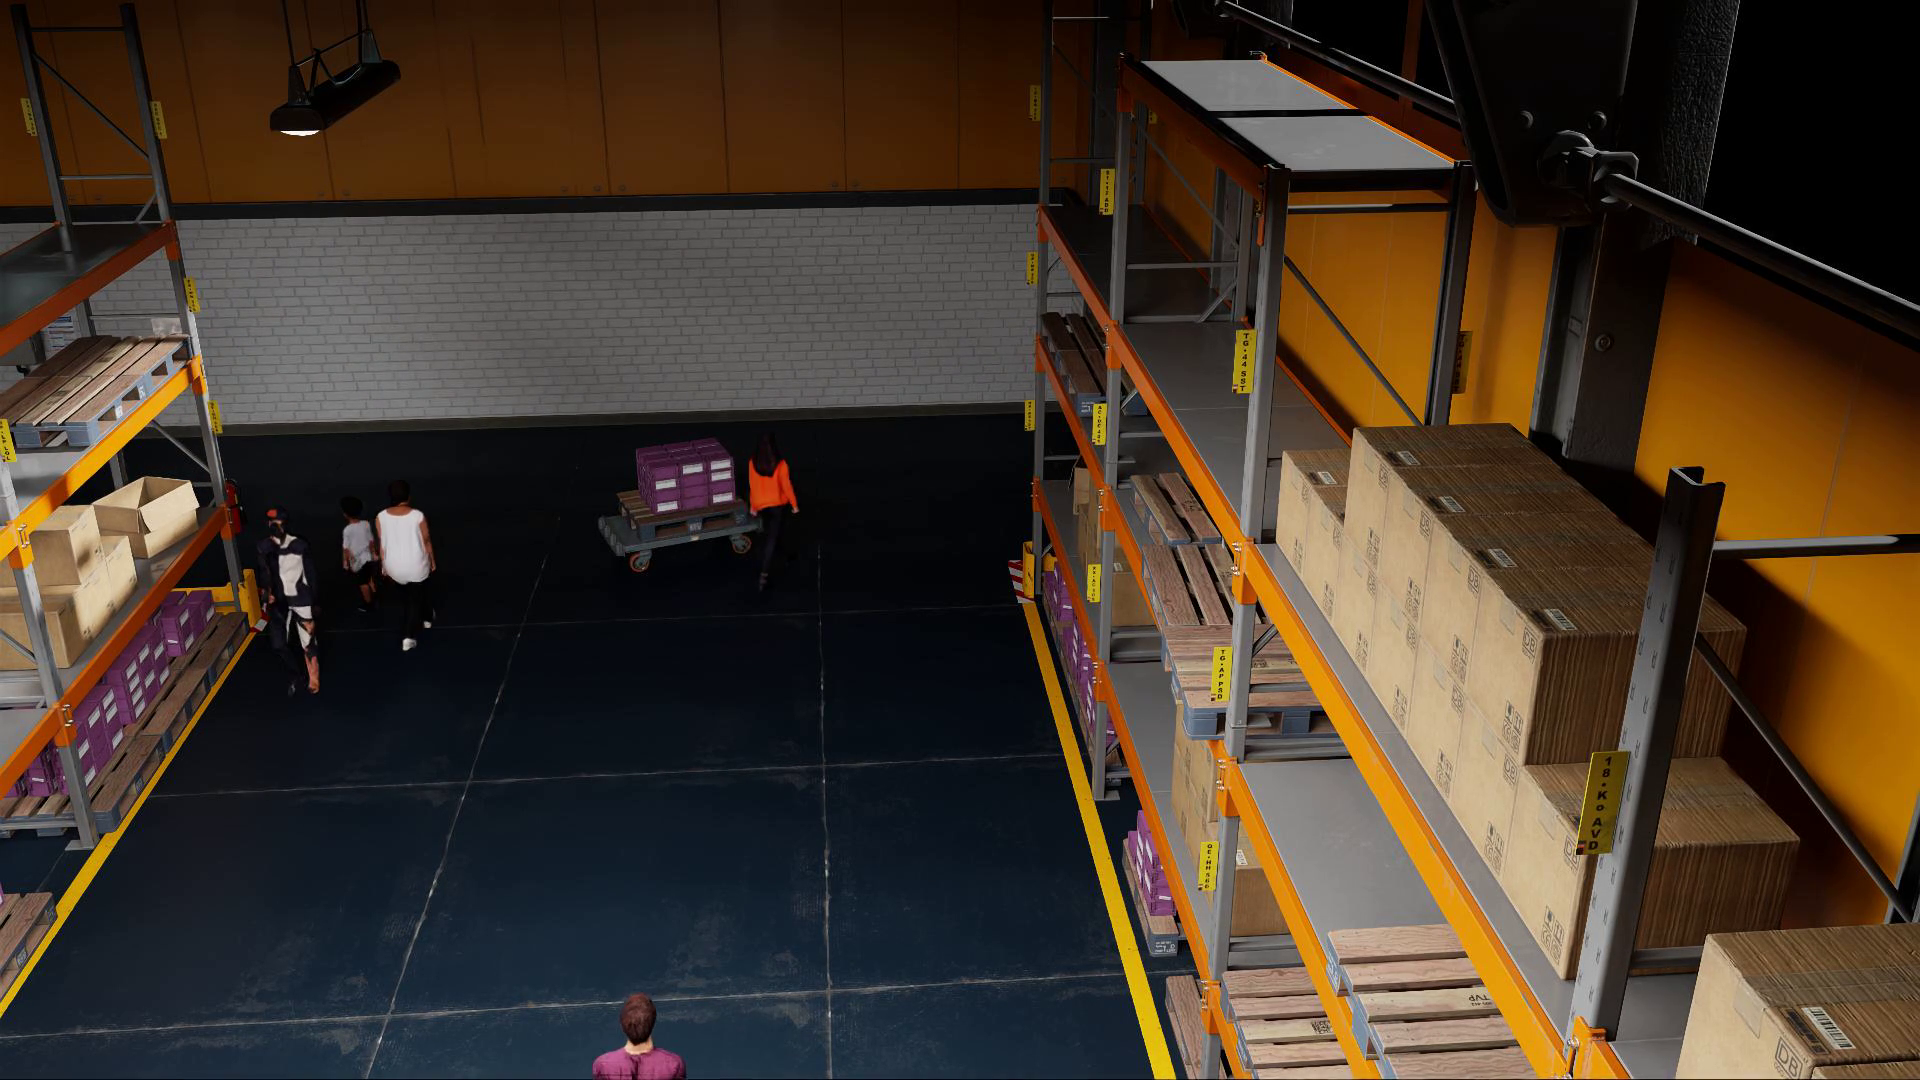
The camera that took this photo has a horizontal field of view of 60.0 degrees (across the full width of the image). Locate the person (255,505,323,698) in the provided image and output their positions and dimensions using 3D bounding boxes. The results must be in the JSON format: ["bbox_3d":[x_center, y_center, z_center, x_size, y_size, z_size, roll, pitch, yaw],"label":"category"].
[{"bbox_3d":[-6.097,0.523,15.225,0.701,1.873,0.647,-3,24,-6],"label":"person"}]

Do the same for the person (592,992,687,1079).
[{"bbox_3d":[-1.706,3.295,8.947,0.658,1.823,1.082,-2,24,-6],"label":"person"}]

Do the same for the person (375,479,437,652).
[{"bbox_3d":[-5.353,0.276,16.077,0.827,1.645,1.141,3,24,7],"label":"person"}]

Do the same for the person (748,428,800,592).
[{"bbox_3d":[-2.007,-0.289,17.280,1.004,1.715,1.139,13,27,28],"label":"person"}]

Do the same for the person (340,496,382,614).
[{"bbox_3d":[-6.021,0.173,16.807,0.644,1.247,0.560,13,27,28],"label":"person"}]
